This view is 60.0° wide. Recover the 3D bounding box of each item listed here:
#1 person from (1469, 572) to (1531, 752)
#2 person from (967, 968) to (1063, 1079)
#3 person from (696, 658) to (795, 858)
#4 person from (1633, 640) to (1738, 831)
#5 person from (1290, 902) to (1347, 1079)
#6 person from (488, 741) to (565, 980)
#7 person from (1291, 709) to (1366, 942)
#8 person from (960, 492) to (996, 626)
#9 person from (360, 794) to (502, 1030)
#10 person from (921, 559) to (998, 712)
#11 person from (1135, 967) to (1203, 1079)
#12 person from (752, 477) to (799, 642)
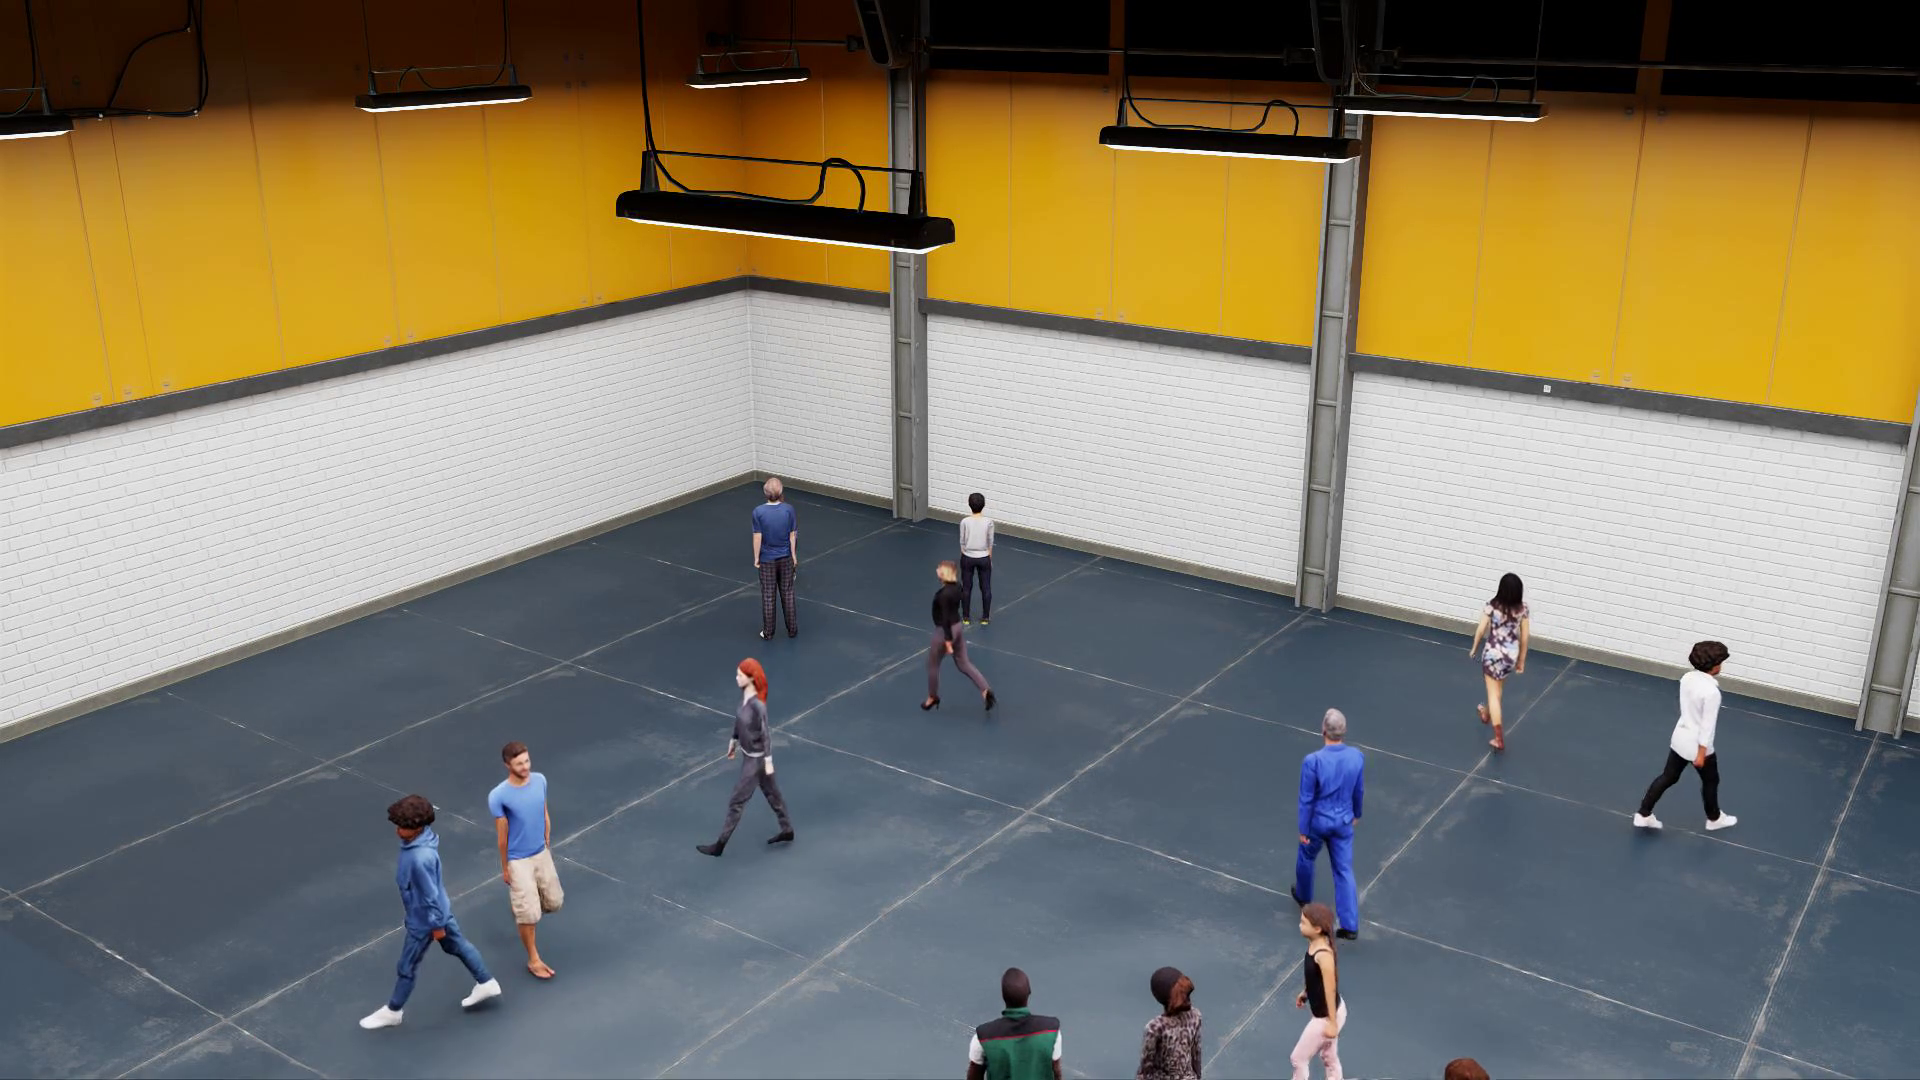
[{"bbox_3d":[5.190,1.191,15.942,1.157,1.684,1.111,0,19,-1],"label":"person"},{"bbox_3d":[0.344,3.310,9.437,1.033,1.820,1.087,-3,19,-8],"label":"person"},{"bbox_3d":[-1.635,1.825,13.985,1.048,1.733,1.137,-9,20,-24],"label":"person"},{"bbox_3d":[6.192,1.724,14.236,1.202,1.764,1.148,-3,19,-10],"label":"person"},{"bbox_3d":[2.401,3.052,10.652,0.873,1.533,0.744,2,19,5],"label":"person"},{"bbox_3d":[-3.268,2.322,12.327,0.929,1.848,0.713,17,25,41],"label":"person"},{"bbox_3d":[2.872,2.217,12.737,1.235,1.785,1.287,-3,19,-9],"label":"person"},{"bbox_3d":[0.183,0.215,19.051,0.597,1.550,0.674,-1,19,-4],"label":"person"},{"bbox_3d":[-3.645,2.592,11.672,1.190,1.755,1.248,-7,20,-19],"label":"person"},{"bbox_3d":[-0.009,1.001,16.581,1.078,1.636,0.704,9,21,24],"label":"person"},{"bbox_3d":[1.255,3.301,9.652,0.793,1.700,0.799,-8,20,-23],"label":"person"},{"bbox_3d":[-2.054,0.204,18.579,0.738,1.872,0.764,-6,19,-16],"label":"person"}]
